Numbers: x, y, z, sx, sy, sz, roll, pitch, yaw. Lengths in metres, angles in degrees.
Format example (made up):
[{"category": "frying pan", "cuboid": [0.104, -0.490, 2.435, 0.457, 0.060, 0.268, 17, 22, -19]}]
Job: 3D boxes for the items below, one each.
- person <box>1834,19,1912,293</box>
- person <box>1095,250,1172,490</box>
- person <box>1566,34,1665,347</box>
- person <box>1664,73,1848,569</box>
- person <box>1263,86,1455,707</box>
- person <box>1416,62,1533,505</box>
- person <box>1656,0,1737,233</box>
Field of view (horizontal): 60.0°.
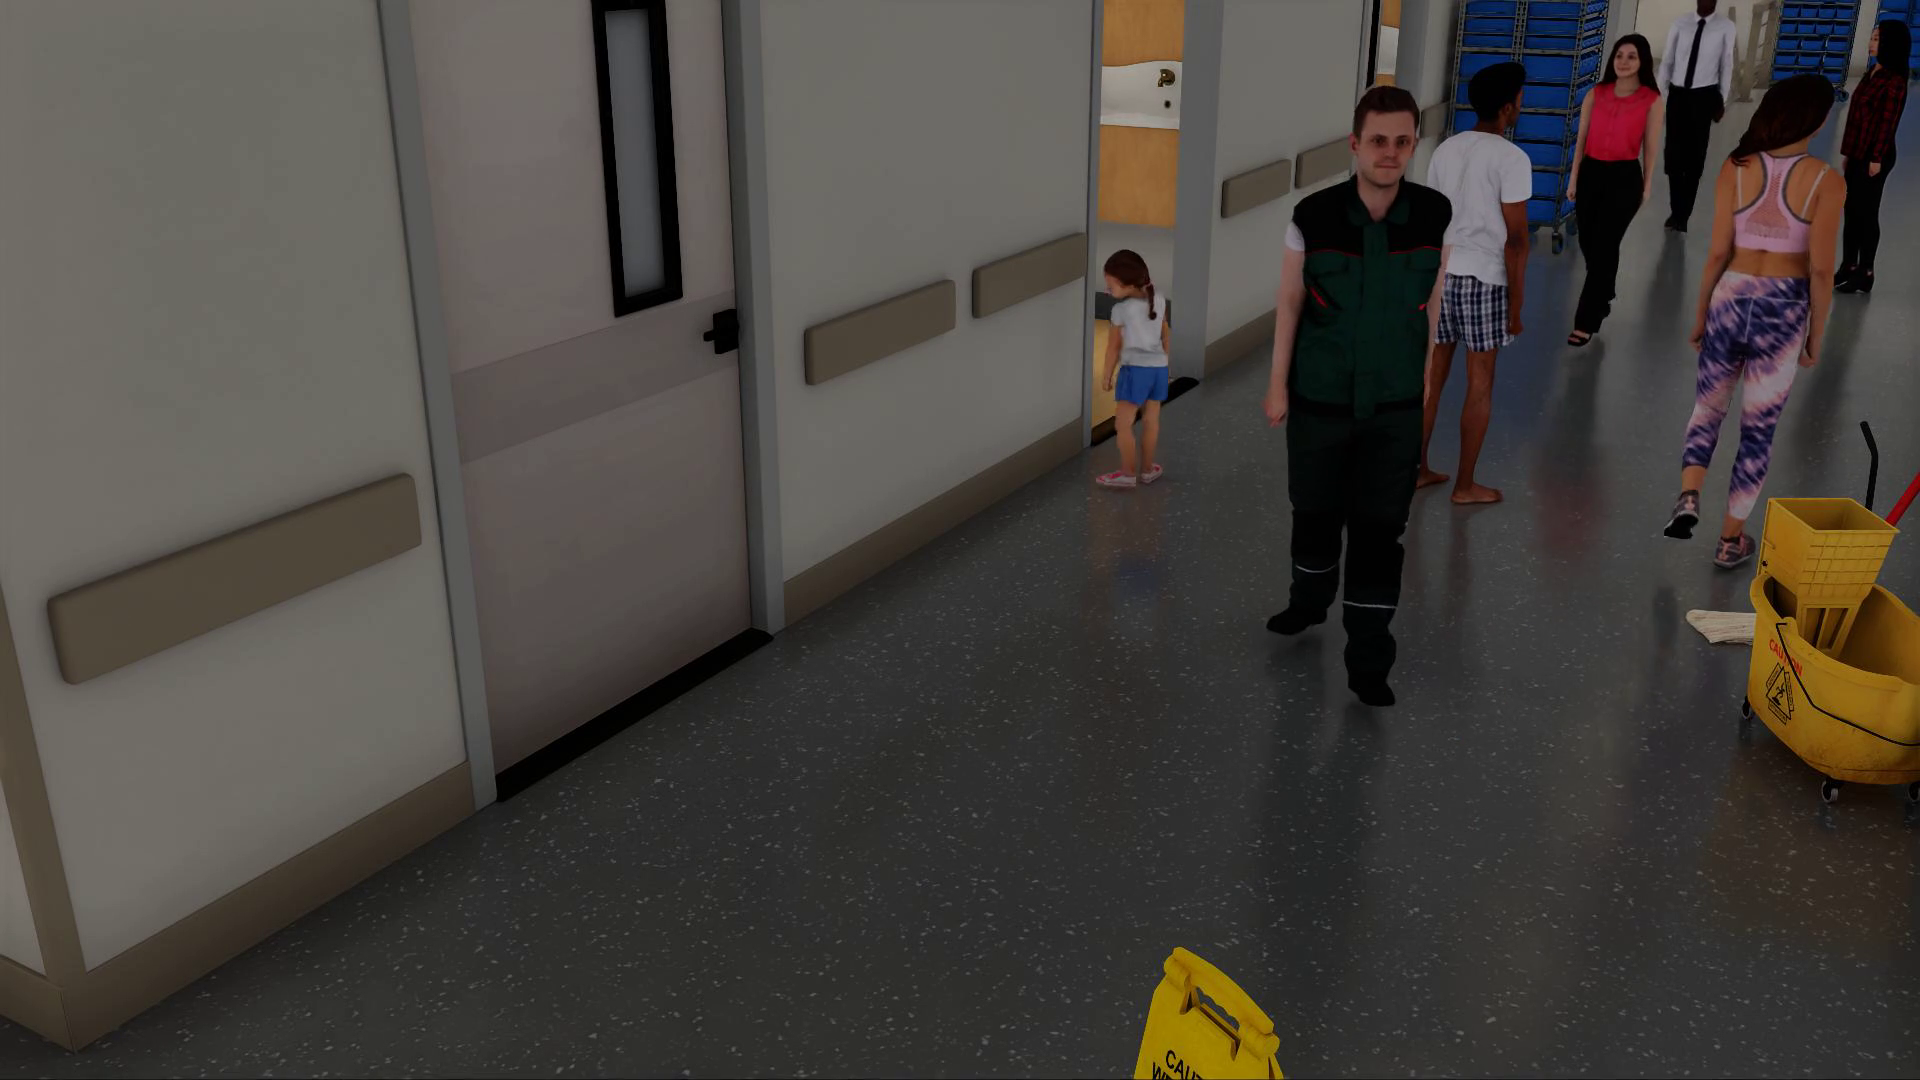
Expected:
[{"category": "person", "cuboid": [5.690, -2.385, 10.374, 0.715, 1.651, 0.595, 1, 21, 3]}, {"category": "person", "cuboid": [0.766, -0.711, 6.871, 0.520, 1.001, 0.612, -3, 21, -8]}, {"category": "person", "cuboid": [3.598, -1.924, 9.201, 0.720, 1.620, 1.120, 17, 26, 37]}, {"category": "person", "cuboid": [2.771, -0.727, 5.845, 0.637, 1.757, 0.745, 15, 25, 35]}, {"category": "person", "cuboid": [1.190, -0.447, 5.048, 0.921, 1.795, 1.120, 3, 21, 7]}, {"category": "person", "cuboid": [2.031, -1.016, 6.645, 0.701, 1.731, 0.719, -13, 24, -30]}, {"category": "person", "cuboid": [5.467, -3.241, 12.405, 0.705, 1.813, 0.923, 15, 25, 35]}]
